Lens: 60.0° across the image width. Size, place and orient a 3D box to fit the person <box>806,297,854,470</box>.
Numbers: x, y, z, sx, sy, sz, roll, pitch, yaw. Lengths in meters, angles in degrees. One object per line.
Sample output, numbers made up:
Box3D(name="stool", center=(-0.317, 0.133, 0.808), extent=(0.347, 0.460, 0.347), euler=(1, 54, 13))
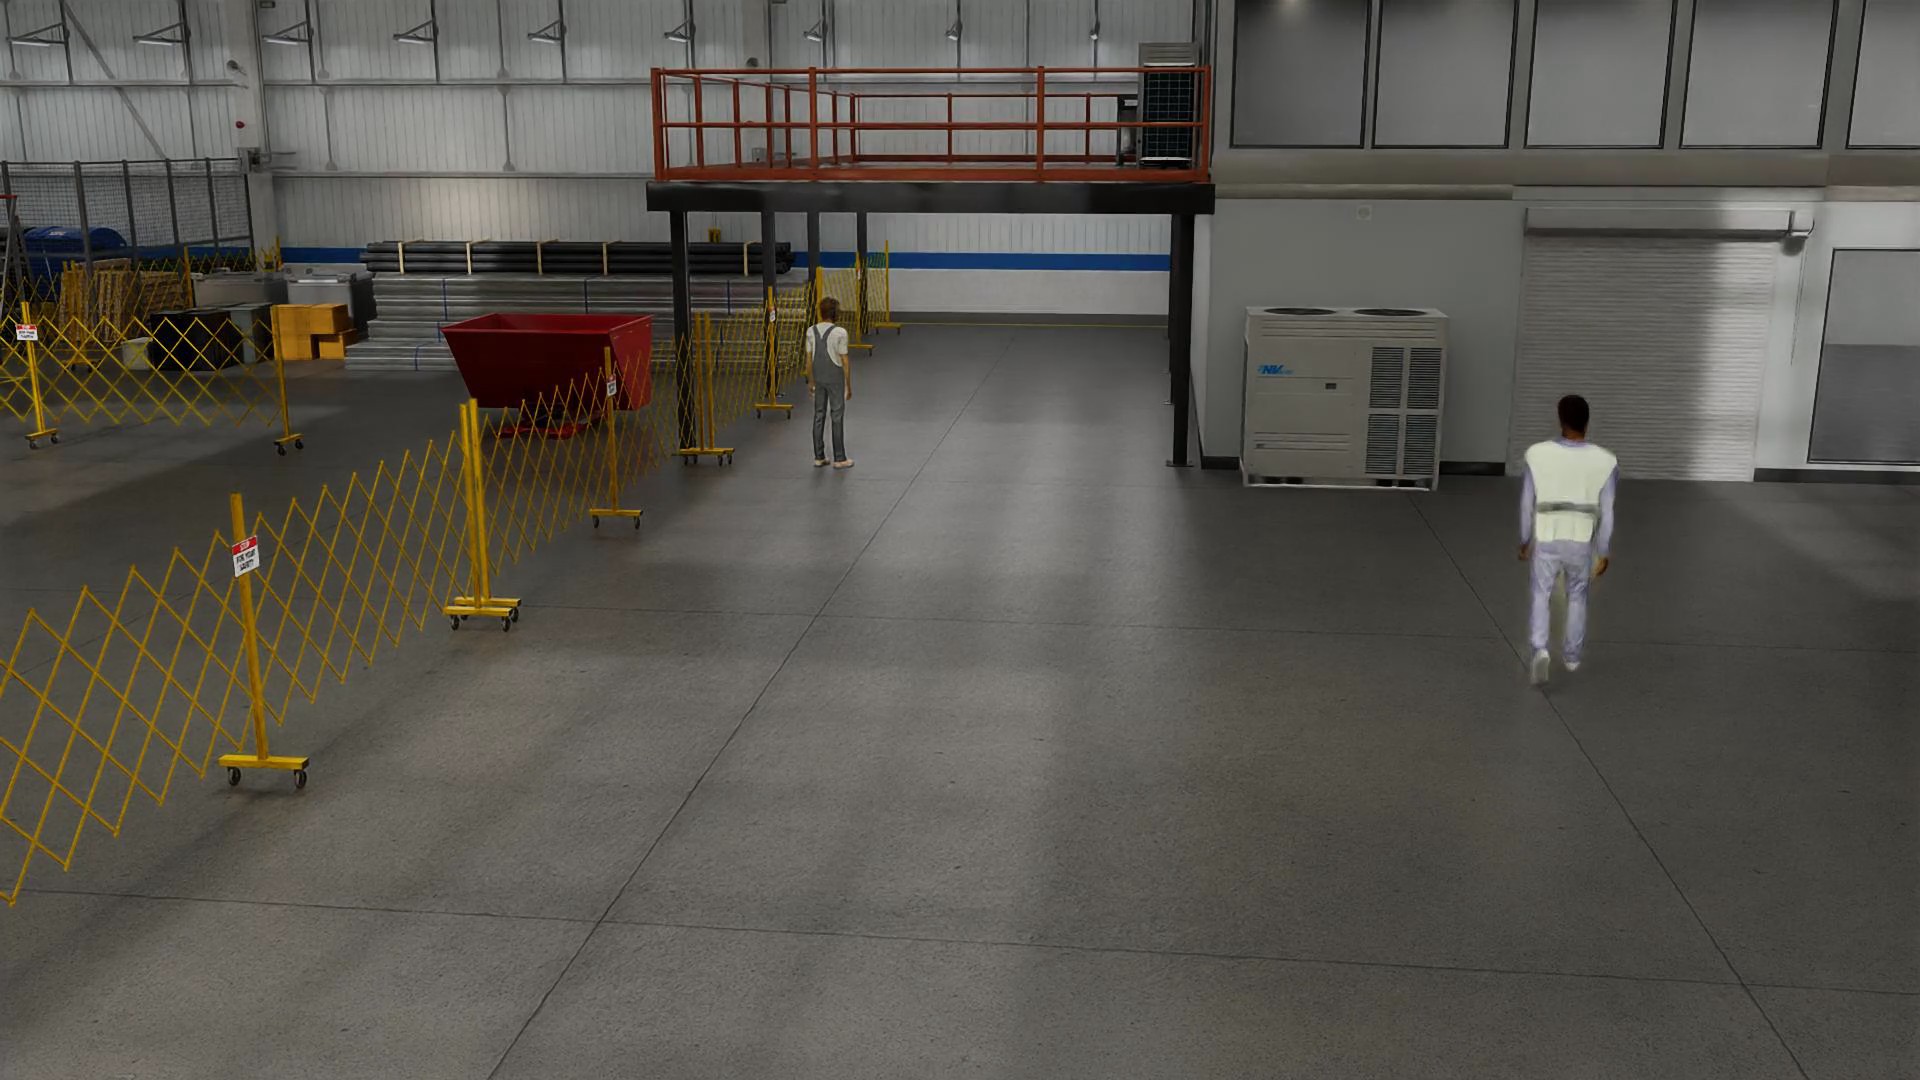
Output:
Box3D(name="person", center=(-1.394, -1.674, 17.804), extent=(0.517, 1.836, 0.341), euler=(7, 15, 25))

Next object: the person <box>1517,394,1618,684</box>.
Box3D(name="person", center=(3.962, -0.003, 10.898), extent=(0.604, 1.913, 0.712), euler=(4, 14, 18))
